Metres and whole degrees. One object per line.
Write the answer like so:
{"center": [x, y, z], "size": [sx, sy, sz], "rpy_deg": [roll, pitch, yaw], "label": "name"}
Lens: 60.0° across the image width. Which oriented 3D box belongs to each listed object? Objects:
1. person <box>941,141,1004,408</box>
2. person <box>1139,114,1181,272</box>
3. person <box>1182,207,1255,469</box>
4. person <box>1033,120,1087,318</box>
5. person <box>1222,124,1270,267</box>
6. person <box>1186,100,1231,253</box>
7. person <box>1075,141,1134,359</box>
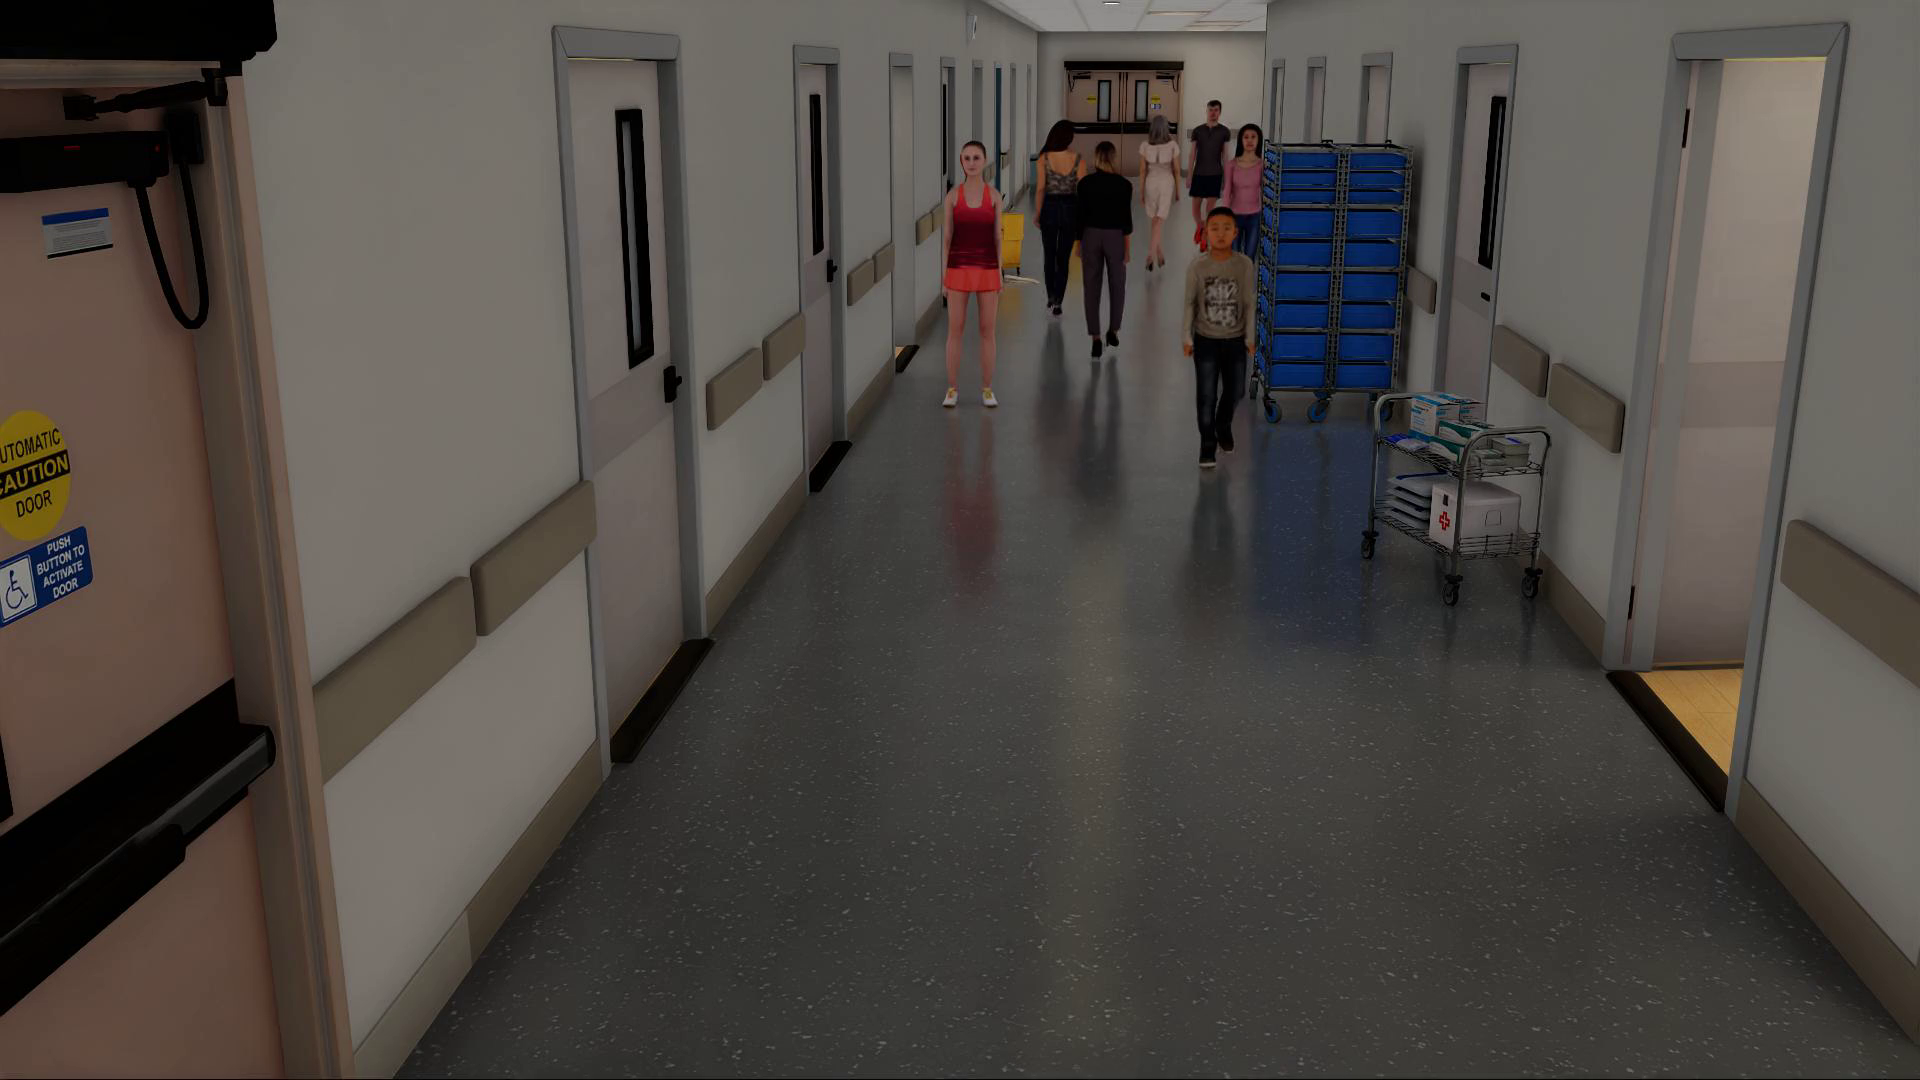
{"center": [0.091, -1.769, 11.082], "size": [0.587, 1.751, 0.548], "rpy_deg": [-1, 16, -2], "label": "person"}
{"center": [2.172, -3.742, 18.204], "size": [0.755, 1.683, 1.210], "rpy_deg": [4, 16, 14], "label": "person"}
{"center": [1.464, -1.147, 9.427], "size": [0.575, 1.451, 0.677], "rpy_deg": [0, 16, 2], "label": "person"}
{"center": [0.906, -2.897, 15.087], "size": [0.640, 1.749, 0.806], "rpy_deg": [2, 16, 7], "label": "person"}
{"center": [2.576, -2.872, 15.041], "size": [0.659, 1.726, 1.047], "rpy_deg": [3, 16, 12], "label": "person"}
{"center": [3.088, -4.503, 20.633], "size": [0.737, 1.831, 0.865], "rpy_deg": [4, 16, 15], "label": "person"}
{"center": [1.098, -2.218, 12.866], "size": [0.648, 1.647, 0.872], "rpy_deg": [2, 16, 8], "label": "person"}
